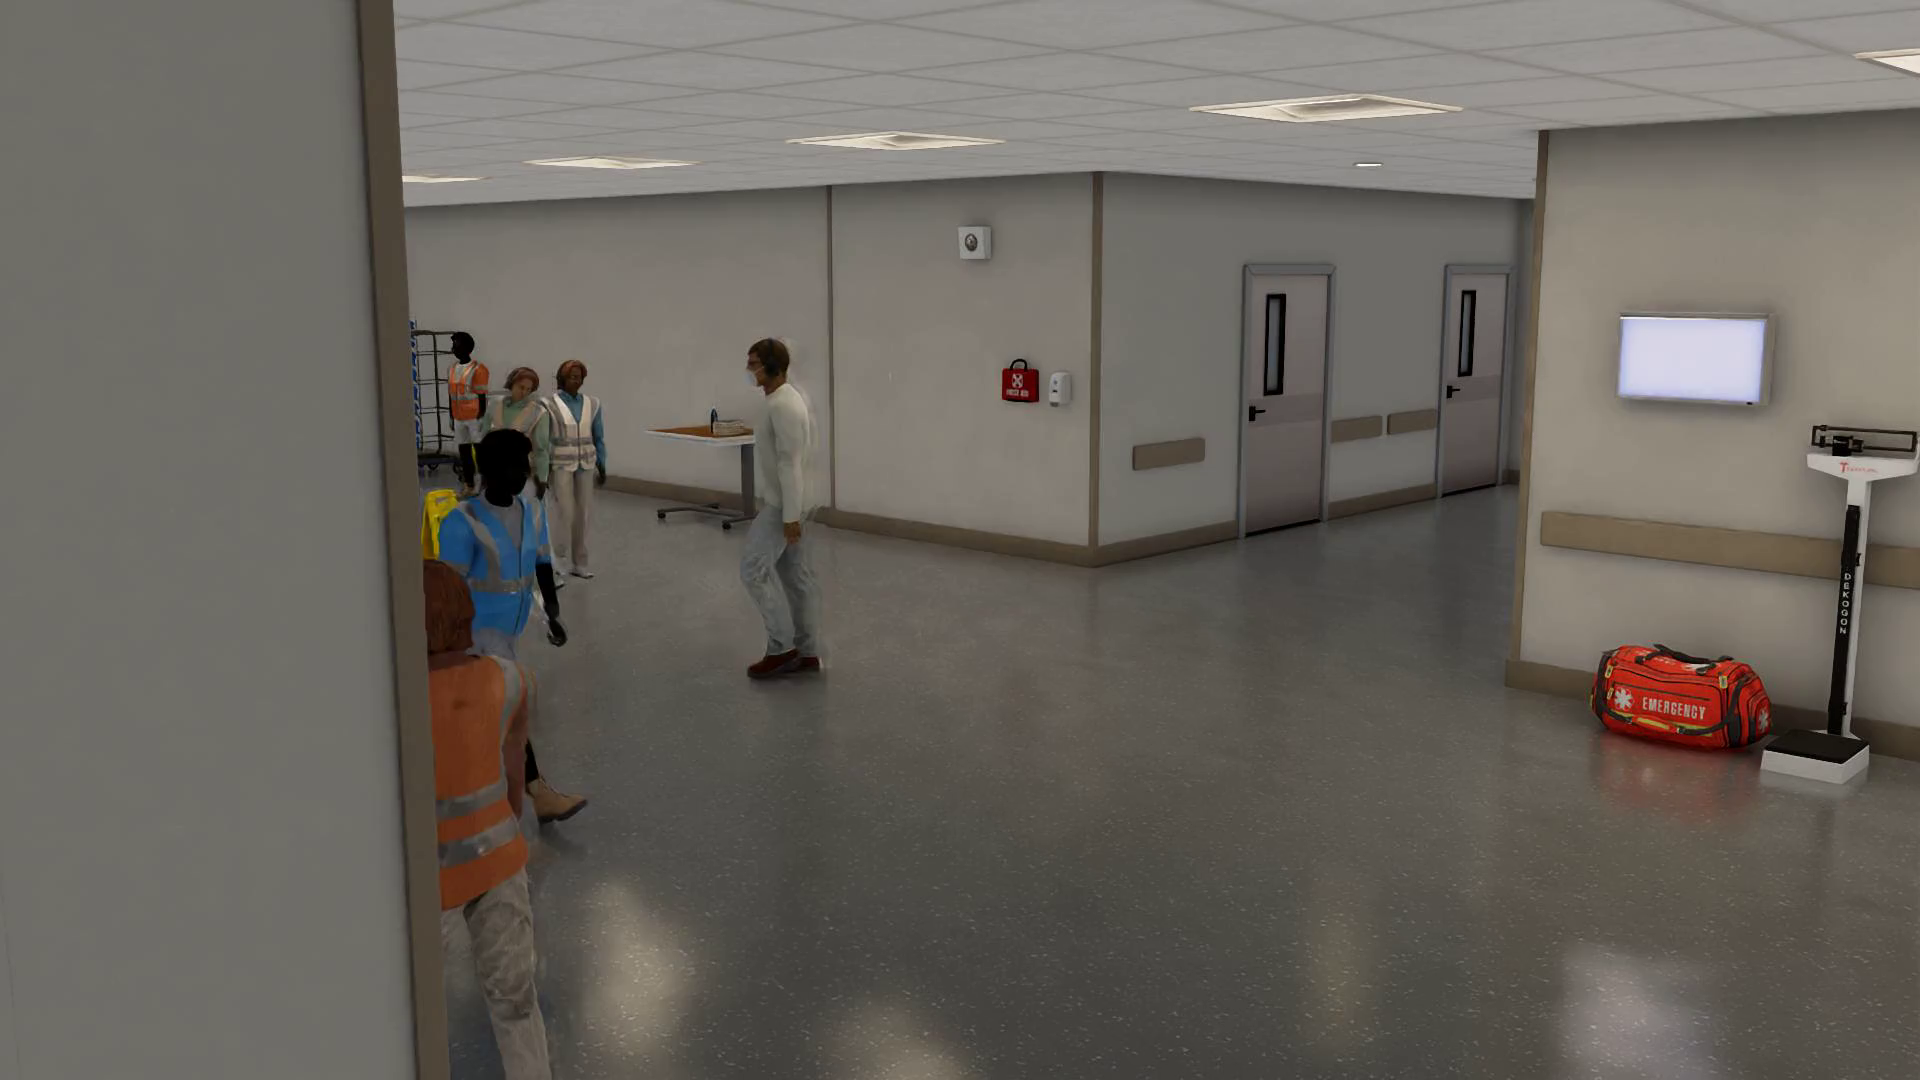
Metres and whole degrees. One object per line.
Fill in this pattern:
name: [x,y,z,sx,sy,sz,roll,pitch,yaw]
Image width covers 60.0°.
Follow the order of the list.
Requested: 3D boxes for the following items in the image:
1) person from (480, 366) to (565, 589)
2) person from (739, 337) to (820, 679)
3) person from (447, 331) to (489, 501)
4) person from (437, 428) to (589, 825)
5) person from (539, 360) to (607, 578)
person: [-3.138,-0.429,11.868,0.614,1.613,0.334,3,10,19]
person: [-1.047,-0.171,9.331,0.584,1.916,0.654,-1,9,-9]
person: [-4.854,-1.214,16.432,0.530,1.689,0.321,5,11,29]
person: [-1.902,0.355,6.935,0.919,1.636,0.527,4,10,23]
person: [-2.861,-0.519,12.328,0.536,1.625,0.371,-8,12,-42]
